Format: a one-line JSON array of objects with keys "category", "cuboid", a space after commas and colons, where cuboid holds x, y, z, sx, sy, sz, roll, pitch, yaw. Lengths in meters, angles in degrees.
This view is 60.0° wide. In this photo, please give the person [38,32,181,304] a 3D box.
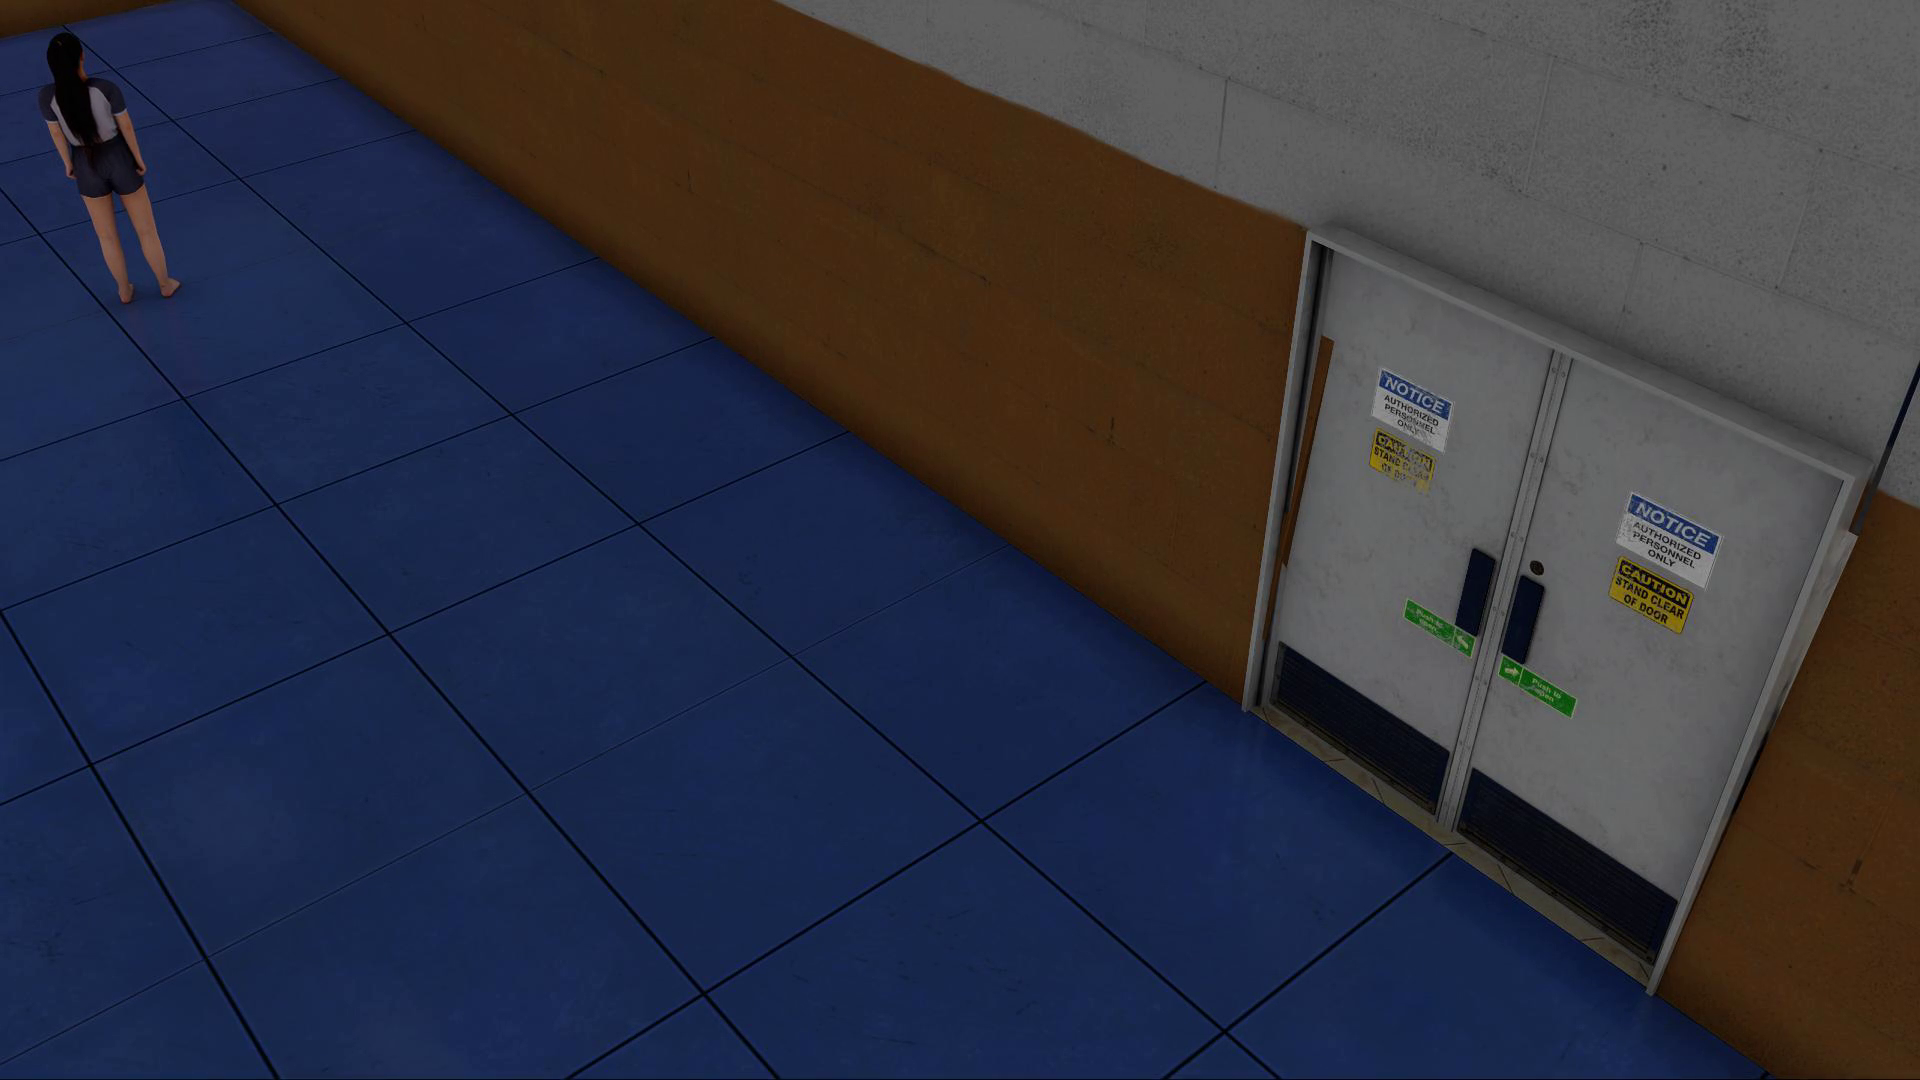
[{"category": "person", "cuboid": [-5.028, -2.176, 9.797, 0.583, 1.650, 0.724, -11, 38, -15]}]
